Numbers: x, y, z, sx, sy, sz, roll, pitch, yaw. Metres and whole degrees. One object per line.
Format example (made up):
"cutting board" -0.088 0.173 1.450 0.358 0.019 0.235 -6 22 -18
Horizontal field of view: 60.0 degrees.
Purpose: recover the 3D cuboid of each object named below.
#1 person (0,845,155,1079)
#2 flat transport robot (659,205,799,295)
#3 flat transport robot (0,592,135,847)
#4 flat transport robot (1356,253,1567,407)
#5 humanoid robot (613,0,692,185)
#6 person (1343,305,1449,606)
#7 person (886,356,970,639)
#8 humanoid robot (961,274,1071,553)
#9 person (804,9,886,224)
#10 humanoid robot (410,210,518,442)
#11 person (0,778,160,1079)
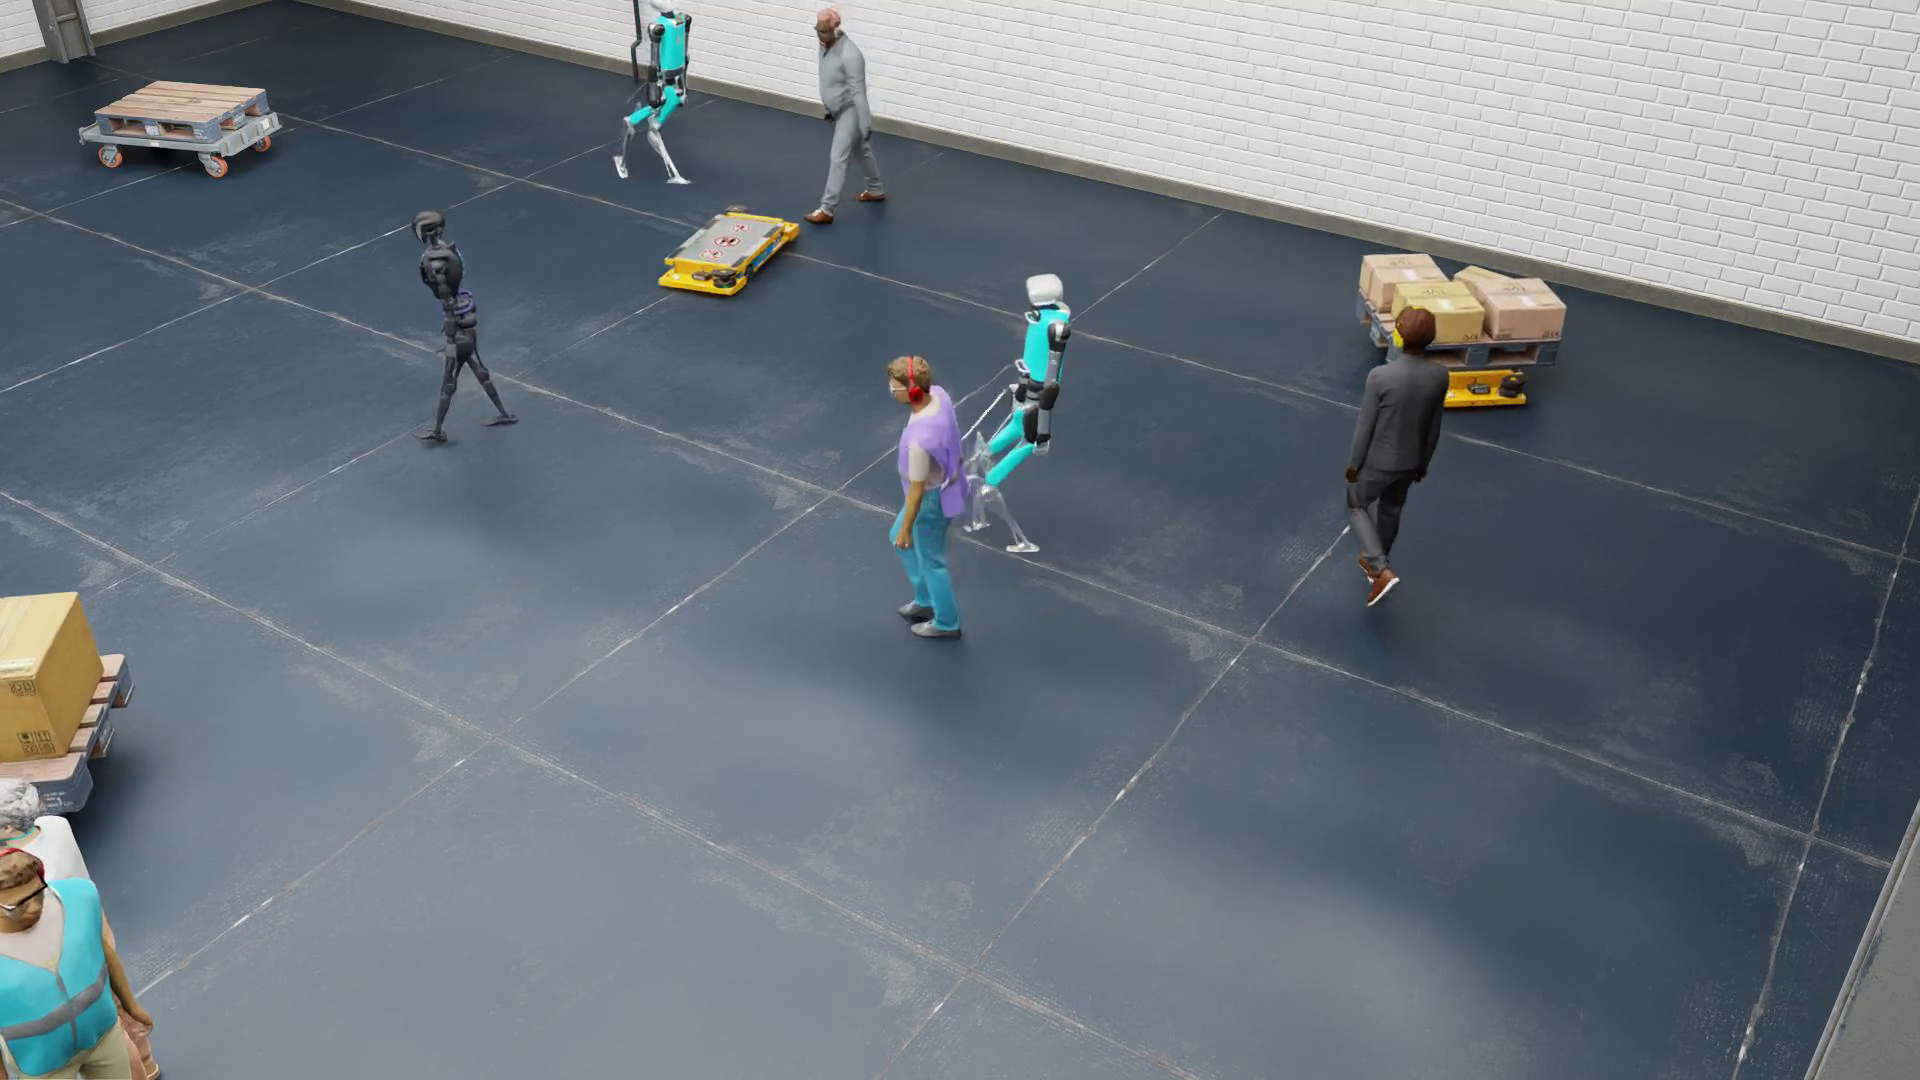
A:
"person" -3.216 1.807 5.986 0.390 1.845 0.563 18 37 25
"flat transport robot" -1.938 -2.457 14.080 0.659 0.231 1.431 10 34 15
"flat transport robot" -4.895 1.191 8.403 0.659 0.231 1.431 -5 33 -7
"flat transport robot" 3.666 -1.399 12.434 0.659 0.231 1.431 -3 33 -4
"humanoid robot" -2.925 -4.182 15.416 0.983 1.760 0.533 17 36 24
"person" 2.480 -0.470 9.512 0.502 1.850 0.644 -7 33 -11
"person" -0.231 -0.200 9.130 0.554 1.816 0.597 4 33 7
"humanoid robot" 0.242 -0.708 10.030 0.806 1.798 0.534 -7 33 -11
"person" -1.063 -3.730 14.605 0.990 1.841 0.737 -15 36 -23
"humanoid robot" -3.464 -1.453 11.239 0.721 1.626 0.613 -8 34 -13
"person" -3.433 1.596 6.406 0.321 1.747 0.474 -11 34 -17
